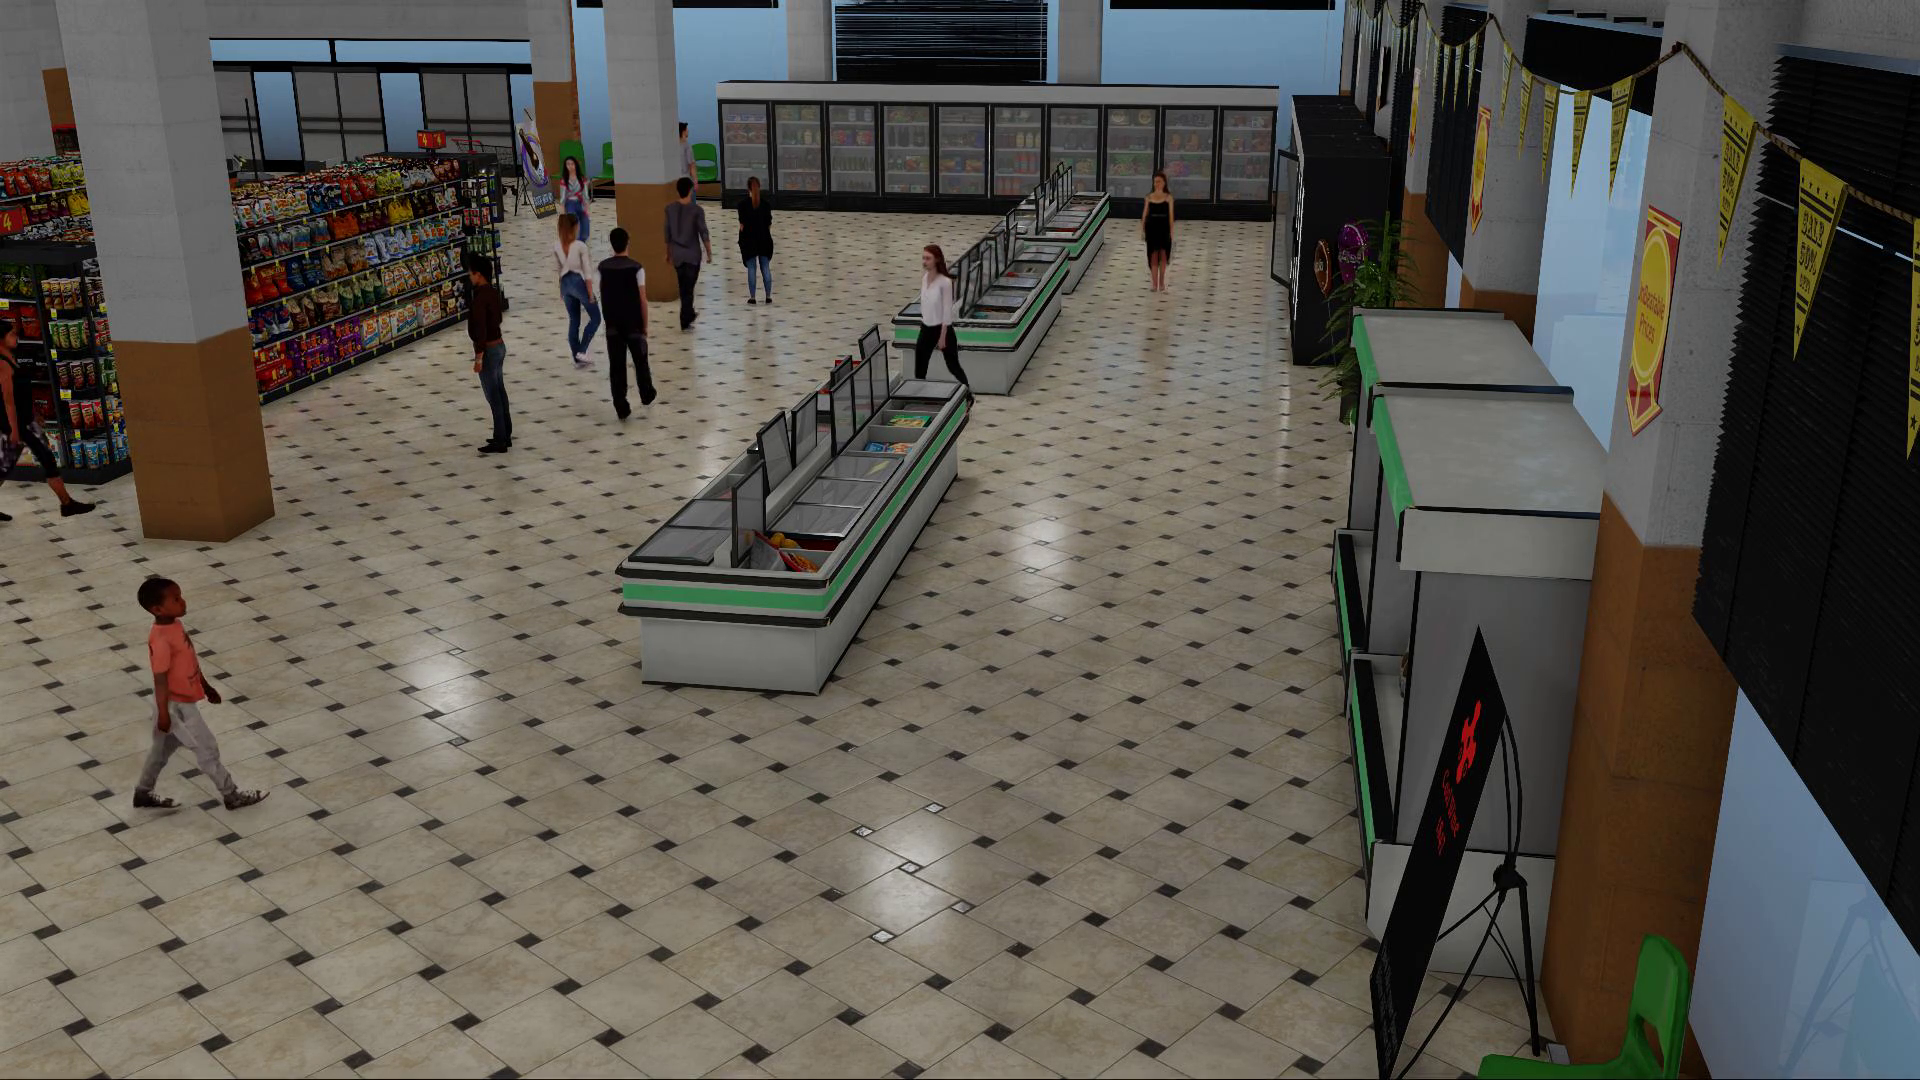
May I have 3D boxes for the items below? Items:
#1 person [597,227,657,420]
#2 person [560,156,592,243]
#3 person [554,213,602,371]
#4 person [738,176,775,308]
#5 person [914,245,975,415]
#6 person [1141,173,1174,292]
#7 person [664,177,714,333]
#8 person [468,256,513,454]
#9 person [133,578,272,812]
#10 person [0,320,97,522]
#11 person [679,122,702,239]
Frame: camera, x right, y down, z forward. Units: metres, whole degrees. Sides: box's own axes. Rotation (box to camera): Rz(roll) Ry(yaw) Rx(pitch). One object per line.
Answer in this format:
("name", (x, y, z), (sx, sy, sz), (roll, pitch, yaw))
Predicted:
("person", (-3.287, -2.067, 16.136), (0.746, 1.813, 1.090), (0, 19, 1))
("person", (-5.786, -4.966, 25.072), (0.854, 1.597, 0.991), (-6, 20, -18))
("person", (-4.230, -2.693, 18.144), (0.688, 1.716, 0.697), (8, 20, 23))
("person", (-2.676, -3.922, 21.842), (0.707, 1.683, 0.693), (-4, 19, -12))
("person", (-0.145, -1.921, 15.865), (1.241, 1.710, 1.058), (-17, 25, -42))
("person", (2.742, -4.236, 22.886), (0.596, 1.609, 0.613), (4, 19, 13))
("person", (-3.359, -3.426, 20.158), (0.790, 1.818, 1.061), (6, 19, 16))
("person", (-4.245, -1.682, 15.045), (0.727, 1.779, 0.501), (1, 19, 3))
("person", (-4.030, 0.817, 8.416), (0.795, 1.281, 0.896), (-5, 19, -15))
("person", (-7.440, -0.899, 12.959), (1.094, 1.629, 1.052), (-11, 22, -30))
("person", (-4.558, -5.974, 27.602), (0.777, 1.890, 0.757), (-17, 25, -41))
